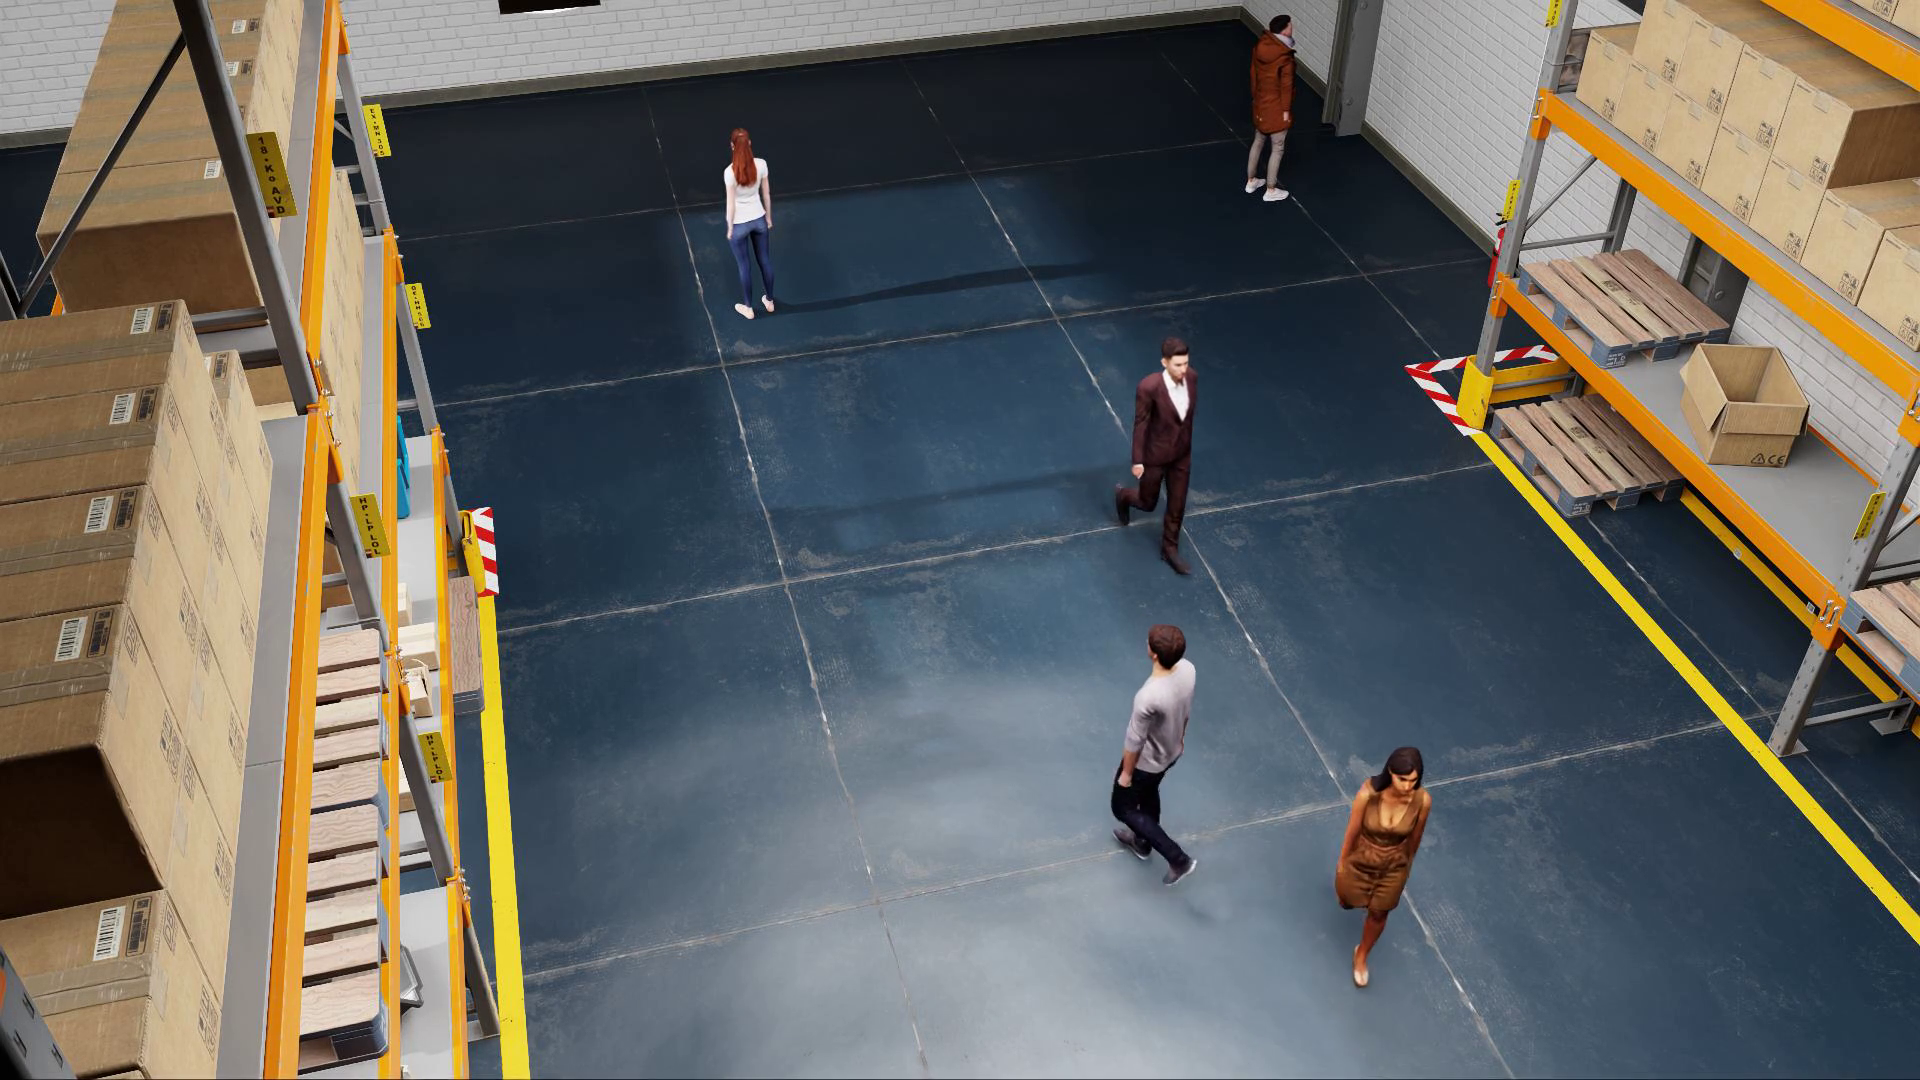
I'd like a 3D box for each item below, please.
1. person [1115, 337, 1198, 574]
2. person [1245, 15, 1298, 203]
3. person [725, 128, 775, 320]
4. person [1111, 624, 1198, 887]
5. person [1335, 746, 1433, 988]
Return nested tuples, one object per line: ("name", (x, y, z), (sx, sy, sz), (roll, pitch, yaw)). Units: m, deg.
("person", (1.402, -0.662, 11.736), (0.856, 1.841, 1.137), (-20, 43, -23))
("person", (3.036, -4.207, 16.177), (0.860, 1.839, 0.755), (-22, 44, -25))
("person", (-1.832, -2.741, 14.422), (0.630, 1.739, 0.617), (-21, 43, -24))
("person", (1.147, 1.243, 9.362), (1.027, 1.828, 0.932), (29, 47, 31))
("person", (2.224, 1.669, 8.953), (0.757, 1.672, 0.950), (4, 39, 5))
